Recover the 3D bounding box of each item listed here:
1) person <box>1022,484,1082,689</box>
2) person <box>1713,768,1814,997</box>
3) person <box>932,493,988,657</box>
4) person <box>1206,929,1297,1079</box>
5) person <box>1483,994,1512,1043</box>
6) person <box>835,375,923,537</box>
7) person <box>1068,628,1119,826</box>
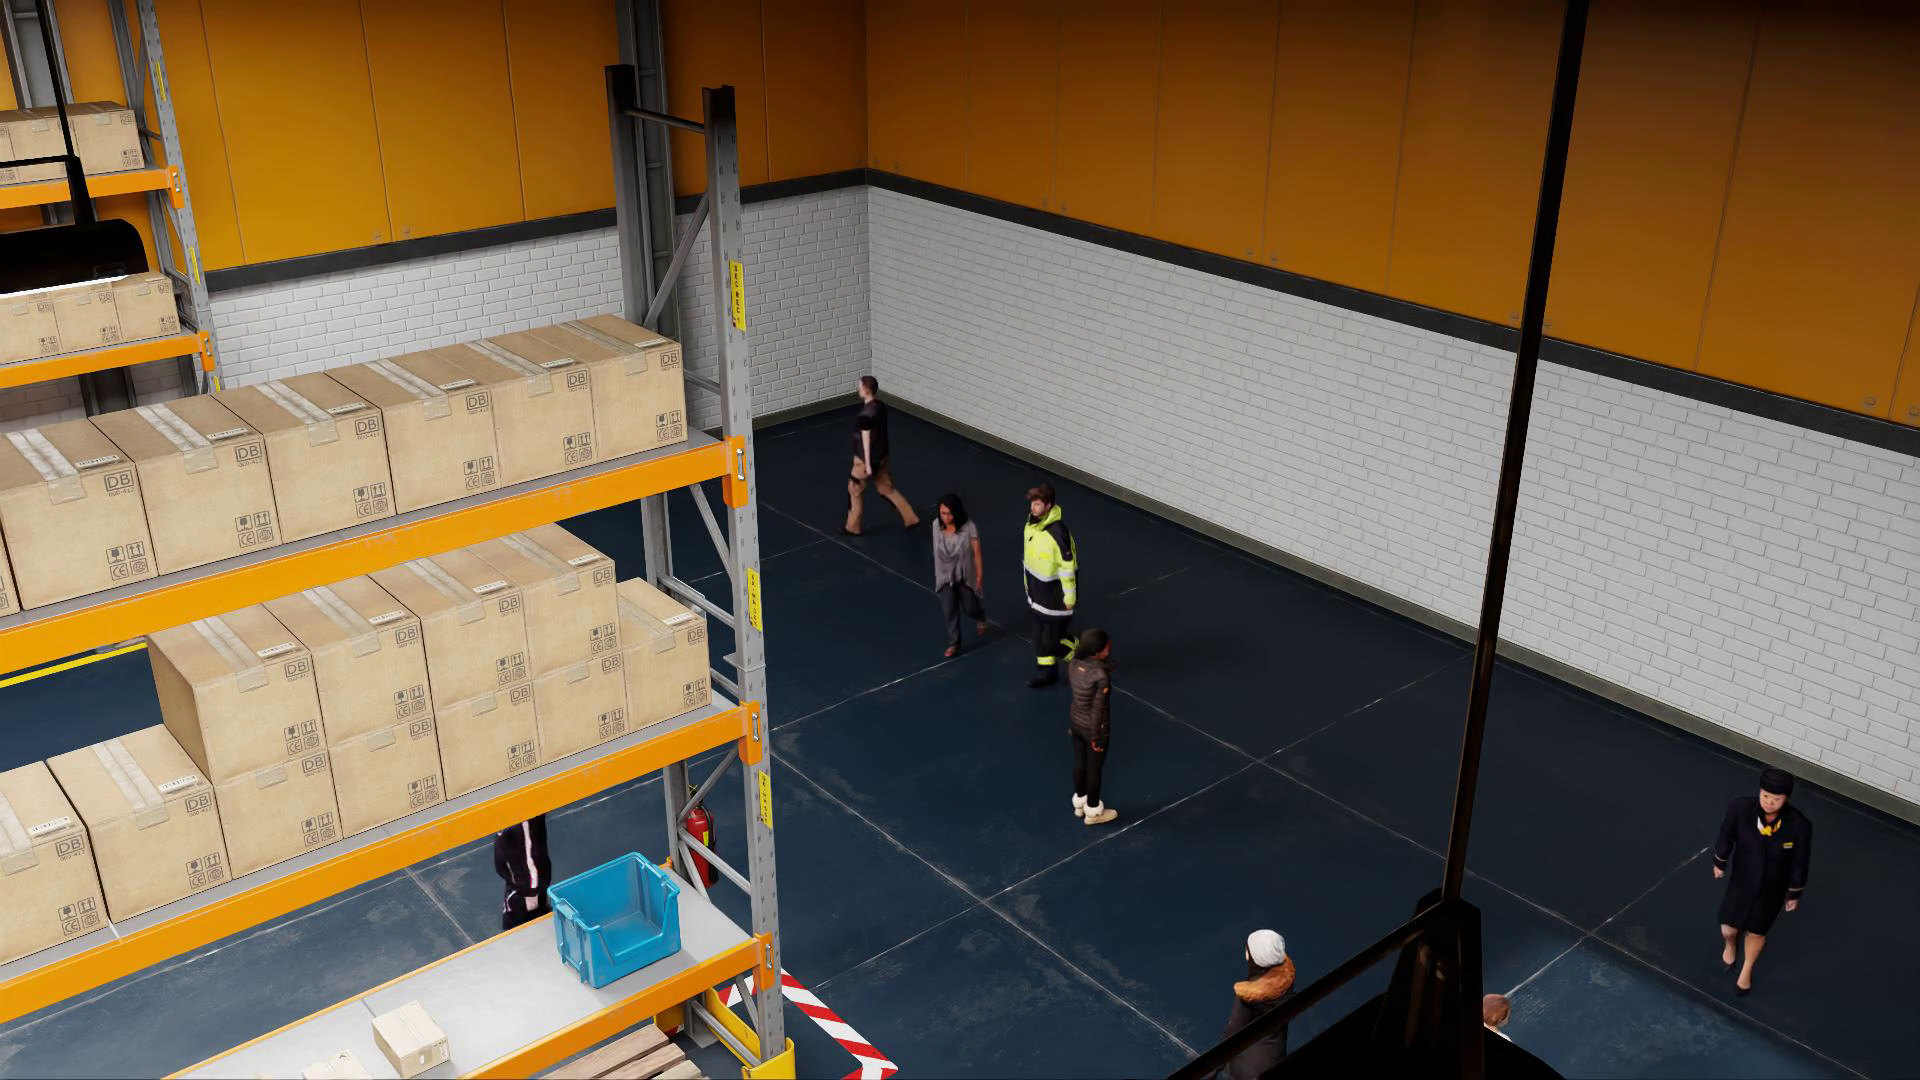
[{"bbox_3d":[0.872,0.385,14.520,0.961,1.949,0.839,-14,27,-29],"label":"person"},{"bbox_3d":[5.191,2.178,10.780,0.802,1.660,0.785,13,27,28],"label":"person"},{"bbox_3d":[0.025,0.268,15.241,0.883,1.585,0.994,8,25,17],"label":"person"},{"bbox_3d":[1.699,2.907,9.192,0.830,1.595,1.028,17,29,34],"label":"person"},{"bbox_3d":[3.023,3.050,9.583,0.417,1.019,0.417,-17,29,-34],"label":"person"},{"bbox_3d":[-0.827,-0.846,17.516,1.081,1.805,1.203,10,25,21],"label":"person"},{"bbox_3d":[0.965,1.410,12.530,0.556,1.665,0.623,-19,30,-36],"label":"person"}]
